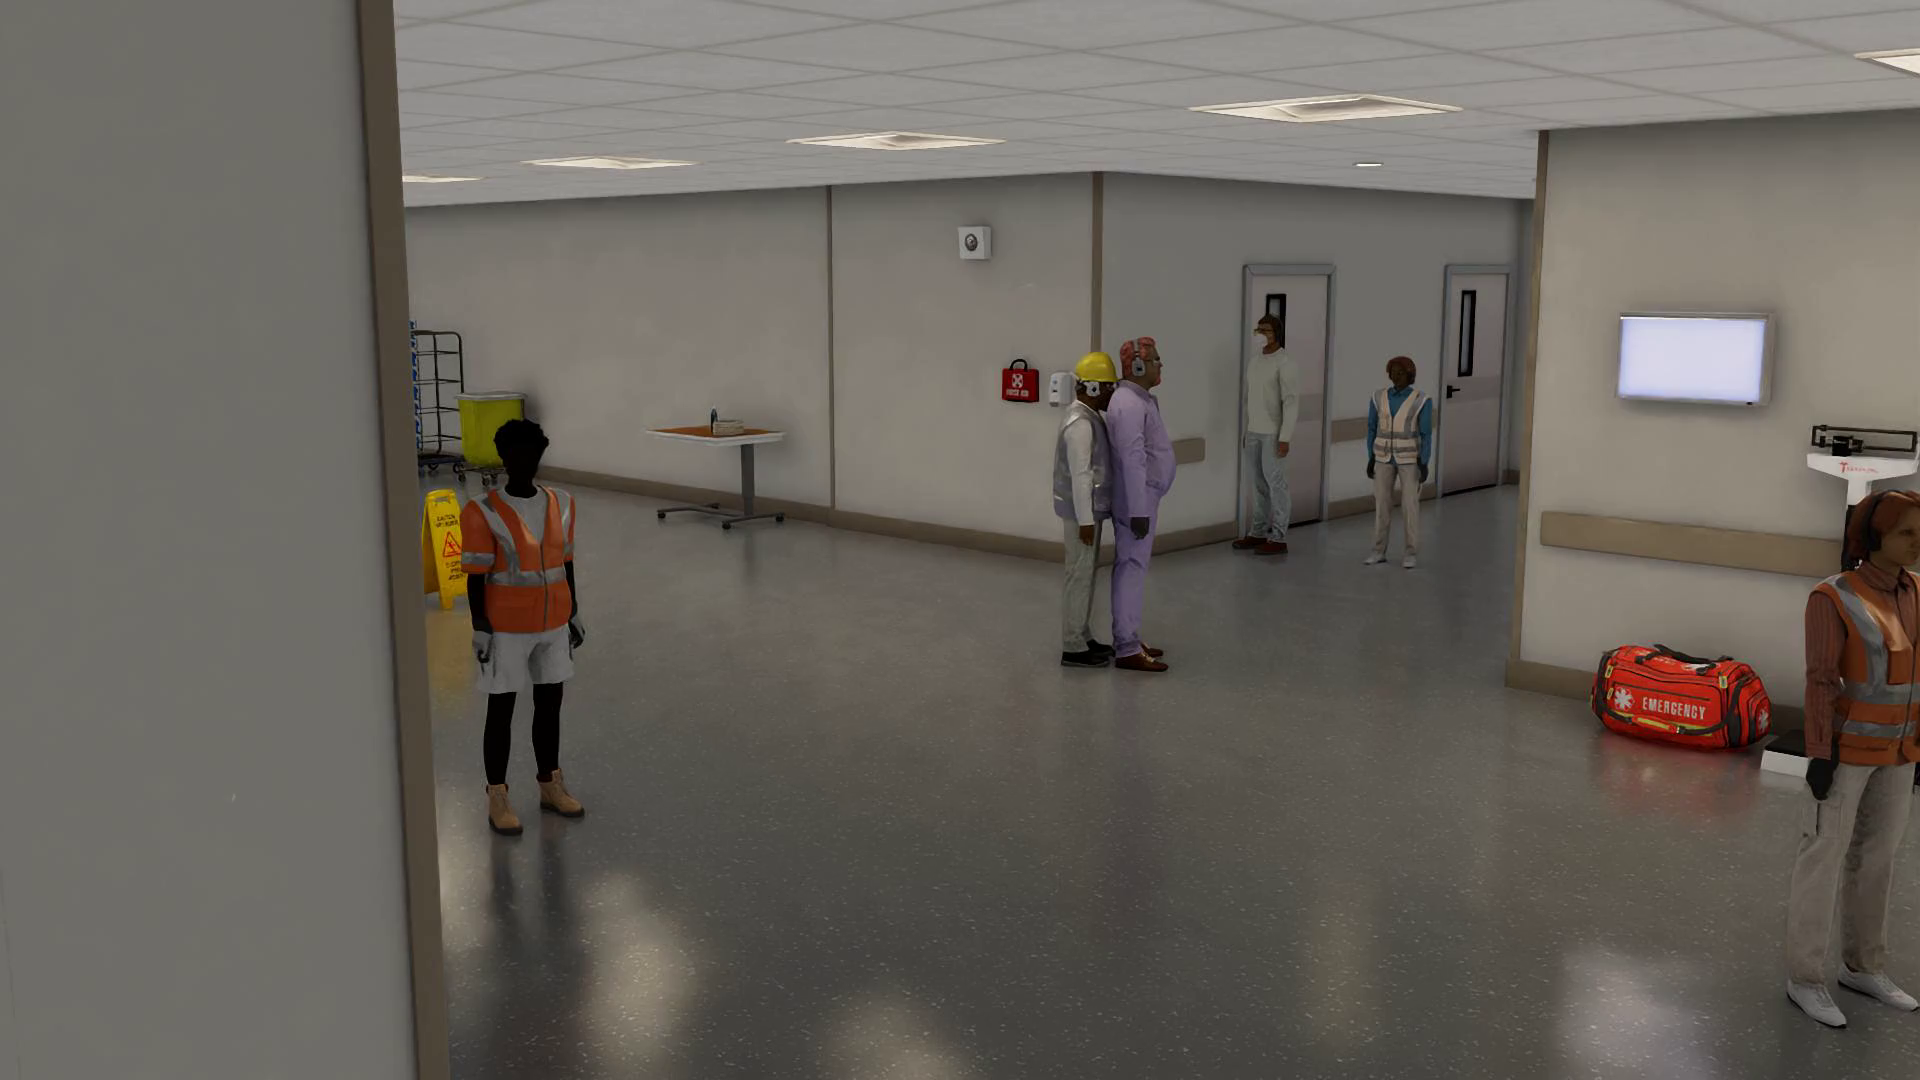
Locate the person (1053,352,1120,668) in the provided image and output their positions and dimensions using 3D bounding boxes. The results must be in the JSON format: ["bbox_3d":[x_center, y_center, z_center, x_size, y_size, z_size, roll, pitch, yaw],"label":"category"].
[{"bbox_3d":[0.744,-0.177,9.674,0.403,1.824,0.595,1,9,9],"label":"person"}]

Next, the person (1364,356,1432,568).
[{"bbox_3d":[3.385,-0.604,12.844,0.515,1.639,0.315,7,12,38],"label":"person"}]

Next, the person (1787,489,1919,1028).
[{"bbox_3d":[2.783,0.656,5.107,0.514,1.644,0.307,-4,10,-21],"label":"person"}]

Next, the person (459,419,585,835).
[{"bbox_3d":[-1.785,0.345,6.846,0.315,1.697,0.541,9,13,42],"label":"person"}]

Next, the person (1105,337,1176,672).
[{"bbox_3d":[1.038,-0.212,9.609,0.411,1.913,0.643,1,9,4],"label":"person"}]

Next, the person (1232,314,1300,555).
[{"bbox_3d":[2.481,-0.851,13.439,0.366,1.939,0.635,-4,10,-23],"label":"person"}]
